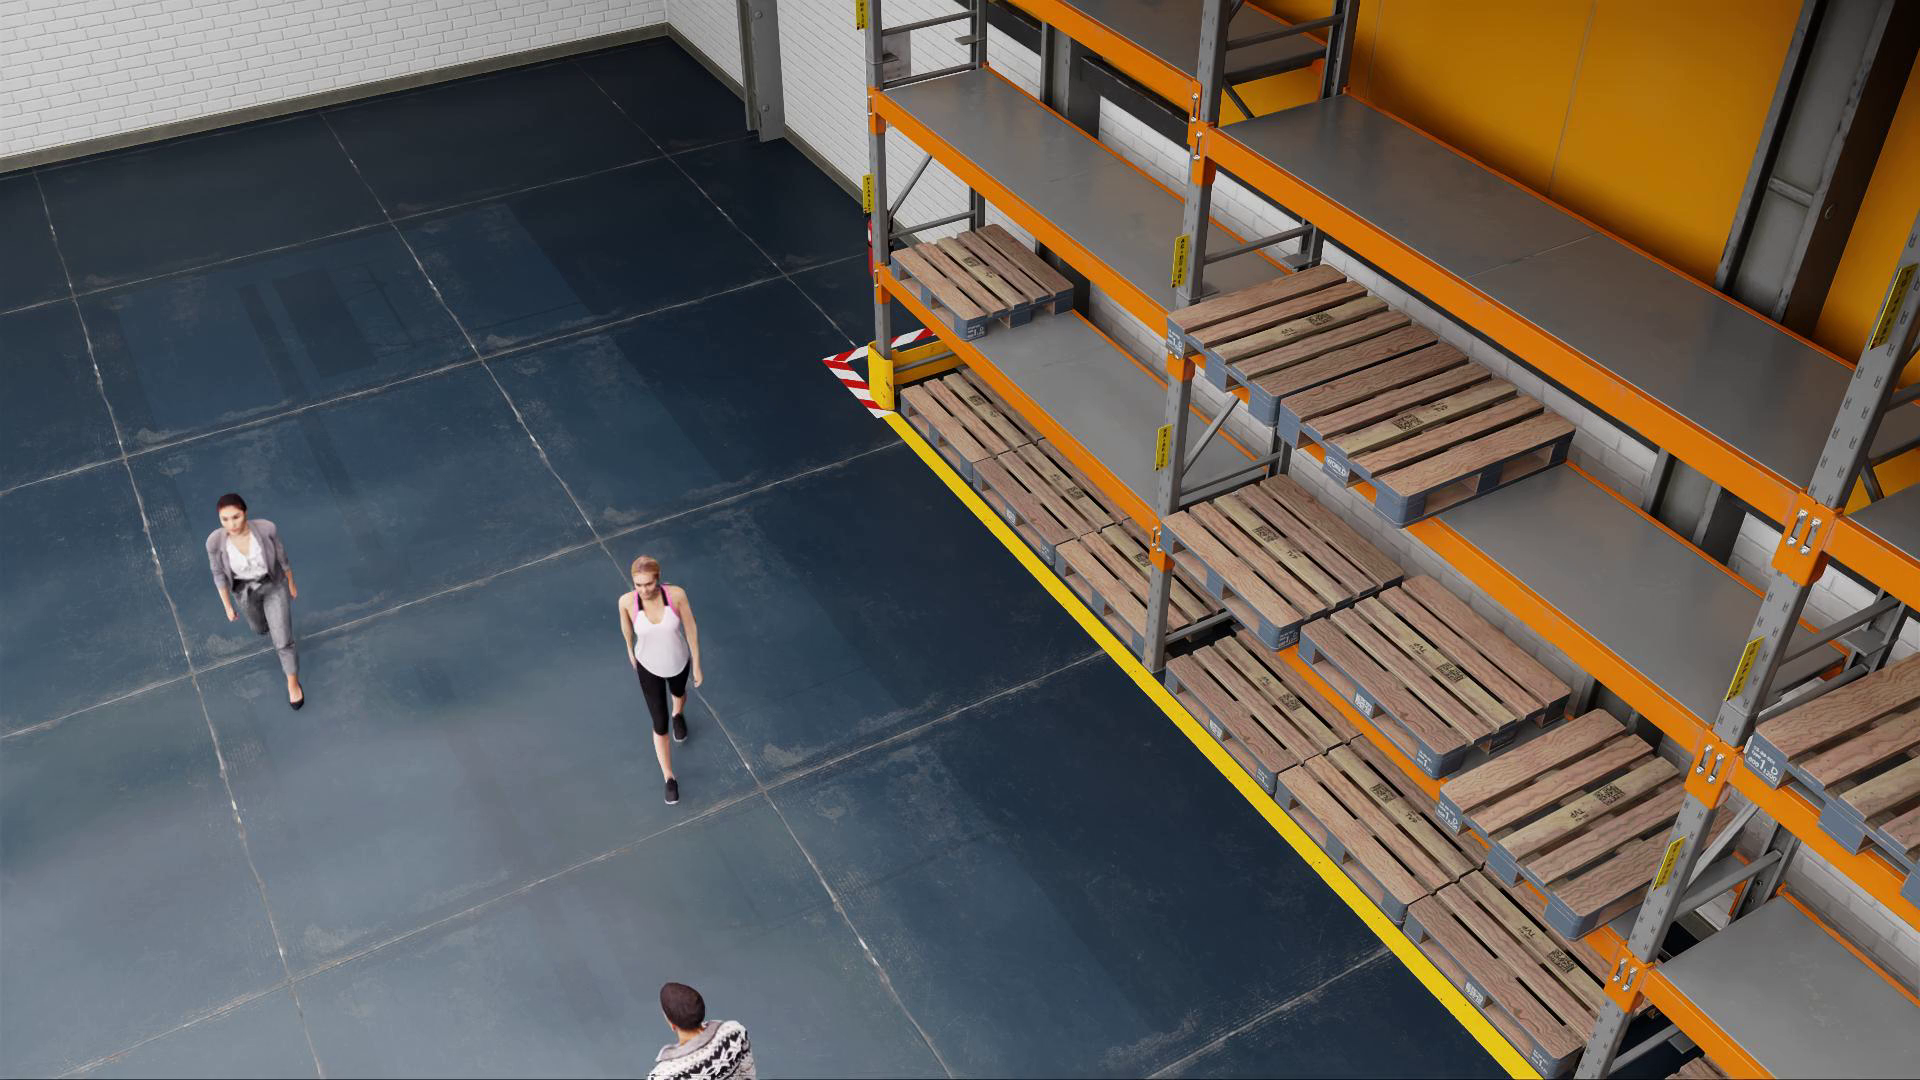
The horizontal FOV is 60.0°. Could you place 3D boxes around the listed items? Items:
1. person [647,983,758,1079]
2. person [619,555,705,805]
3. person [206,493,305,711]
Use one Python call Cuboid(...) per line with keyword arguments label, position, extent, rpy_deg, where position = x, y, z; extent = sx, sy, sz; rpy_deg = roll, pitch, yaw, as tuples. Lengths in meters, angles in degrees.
Cuboid(label="person", position=(-1.156, 2.791, 7.865), extent=(0.843, 1.834, 1.065), rpy_deg=(-29, 47, -31))
Cuboid(label="person", position=(-1.862, 0.722, 10.535), extent=(0.855, 1.735, 1.203), rpy_deg=(-8, 39, -10))
Cuboid(label="person", position=(-4.671, 0.312, 11.113), extent=(0.747, 1.653, 1.076), rpy_deg=(-12, 40, -14))
